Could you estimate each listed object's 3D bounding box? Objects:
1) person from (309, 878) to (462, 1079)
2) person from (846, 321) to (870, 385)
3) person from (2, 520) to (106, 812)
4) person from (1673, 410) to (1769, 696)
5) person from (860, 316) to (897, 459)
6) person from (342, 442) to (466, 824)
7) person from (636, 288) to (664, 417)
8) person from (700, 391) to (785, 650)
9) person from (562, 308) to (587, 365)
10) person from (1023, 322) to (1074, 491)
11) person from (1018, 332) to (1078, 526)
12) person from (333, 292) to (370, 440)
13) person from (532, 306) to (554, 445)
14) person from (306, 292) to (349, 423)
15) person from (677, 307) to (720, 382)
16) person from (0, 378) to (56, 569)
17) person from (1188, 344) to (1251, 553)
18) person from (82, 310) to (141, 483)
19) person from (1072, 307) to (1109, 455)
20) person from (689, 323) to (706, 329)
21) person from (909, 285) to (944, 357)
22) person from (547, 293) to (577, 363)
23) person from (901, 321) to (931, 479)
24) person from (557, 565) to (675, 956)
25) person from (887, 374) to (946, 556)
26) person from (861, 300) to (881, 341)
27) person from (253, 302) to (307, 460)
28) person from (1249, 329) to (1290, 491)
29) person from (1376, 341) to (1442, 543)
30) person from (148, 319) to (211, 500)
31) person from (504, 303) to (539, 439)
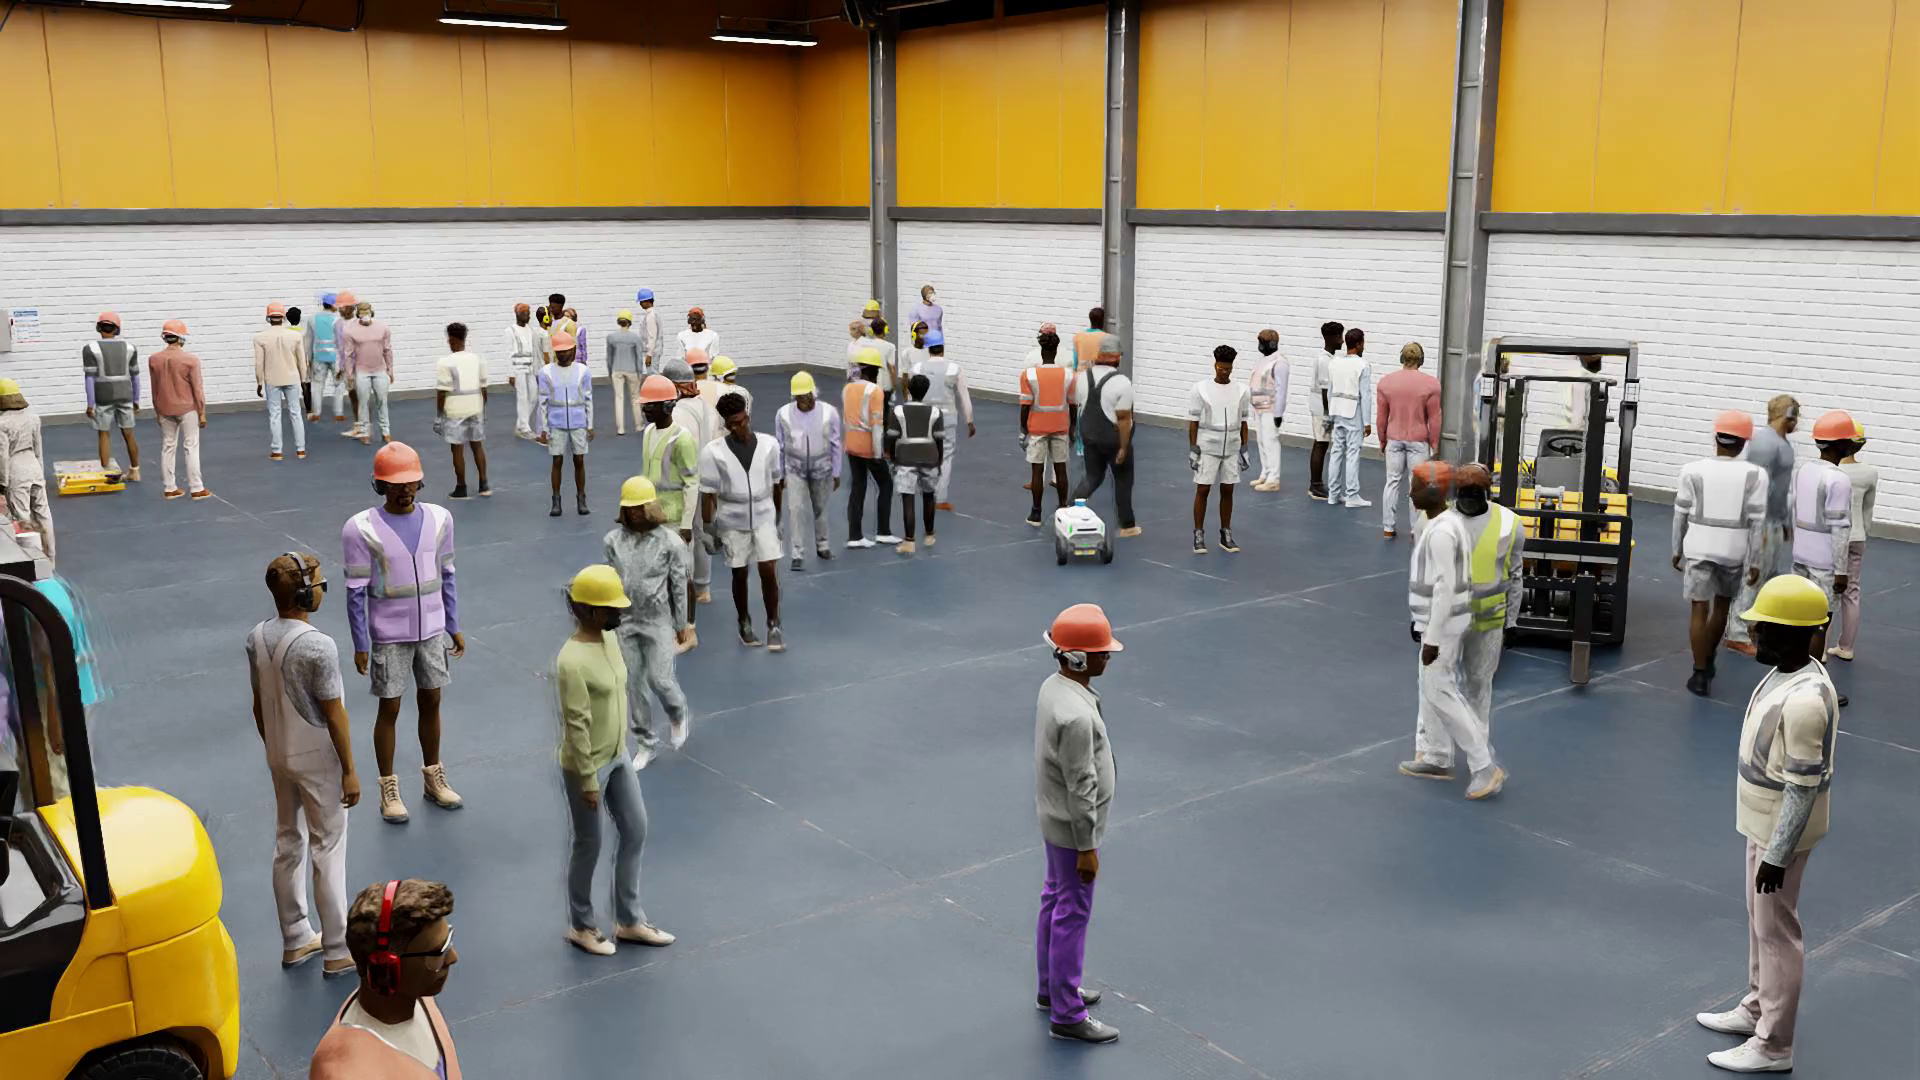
[{"bbox_3d":[-1.291,1.648,3.792,0.390,1.835,0.560,-1,12,-4],"label":"person"},{"bbox_3d":[-1.355,-2.199,22.912,0.350,1.614,0.591,-8,14,-33],"label":"person"},{"bbox_3d":[-4.300,0.786,7.961,0.690,1.824,0.573,-8,14,-35],"label":"person"},{"bbox_3d":[5.113,0.065,11.256,0.550,1.896,0.762,4,12,20],"label":"person"},{"bbox_3d":[-1.036,-1.869,20.809,0.508,1.830,0.882,2,12,12],"label":"person"},{"bbox_3d":[-2.942,0.484,8.891,0.616,2.041,0.379,-11,16,-42],"label":"person"},{"bbox_3d":[-4.678,-2.831,25.155,0.397,1.939,0.602,-1,12,-7],"label":"person"},{"bbox_3d":[-1.571,-0.124,12.109,0.643,1.924,0.671,-4,12,-18],"label":"person"},{"bbox_3d":[-5.920,-2.735,25.452,0.513,1.630,0.317,4,12,20],"label":"person"},{"bbox_3d":[0.969,-1.513,18.870,0.641,1.908,0.407,-8,14,-33],"label":"person"},{"bbox_3d":[0.889,-1.121,16.829,0.617,1.964,0.361,-2,12,-10],"label":"person"},{"bbox_3d":[-8.334,-2.374,22.776,0.616,2.027,0.563,6,13,27],"label":"person"},{"bbox_3d":[-5.567,-2.204,22.324,0.324,1.862,0.511,-6,13,-27],"label":"person"},{"bbox_3d":[-9.326,-2.662,24.432,0.781,1.902,0.394,0,12,-1],"label":"person"},{"bbox_3d":[-3.429,-2.113,21.849,0.576,1.879,0.356,1,12,6],"label":"person"},{"bbox_3d":[-8.297,-0.558,14.668,0.313,1.738,0.483,3,12,16],"label":"person"},{"bbox_3d":[2.423,-0.849,15.535,0.603,1.959,0.380,-2,12,-11],"label":"person"},{"bbox_3d":[-9.751,-1.623,19.152,0.410,2.027,0.615,10,15,40],"label":"person"},{"bbox_3d":[1.698,-2.018,21.287,0.599,1.915,0.383,8,14,34],"label":"person"},{"bbox_3d":[-3.616,-2.207,22.913,0.286,1.626,0.496,3,12,16],"label":"person"},{"bbox_3d":[-0.507,-3.024,26.088,0.630,1.940,0.372,-10,15,-40],"label":"person"},{"bbox_3d":[-5.663,-2.509,23.531,0.607,1.967,0.367,9,14,36],"label":"person"},{"bbox_3d":[-0.486,-1.658,19.678,0.329,1.864,0.506,11,16,43],"label":"person"},{"bbox_3d":[-1.527,0.969,7.256,0.475,1.749,0.557,3,12,14],"label":"person"},{"bbox_3d":[-0.405,-0.703,15.568,0.557,1.667,0.622,-2,12,-8],"label":"person"},{"bbox_3d":[-1.359,-2.804,25.524,0.323,1.736,0.485,-9,15,-38],"label":"person"},{"bbox_3d":[-8.587,-2.007,21.040,0.624,1.992,0.386,-8,14,-33],"label":"person"},{"bbox_3d":[3.499,-1.479,18.895,0.430,1.838,0.636,-2,12,-9],"label":"person"},{"bbox_3d":[4.316,-0.941,16.029,0.632,1.940,0.372,7,14,30],"label":"person"},{"bbox_3d":[-8.573,-1.431,18.299,0.610,1.986,0.415,2,12,7],"label":"person"},{"bbox_3d":[-6.002,-2.316,22.829,0.471,1.874,0.585,6,13,26],"label":"person"}]
